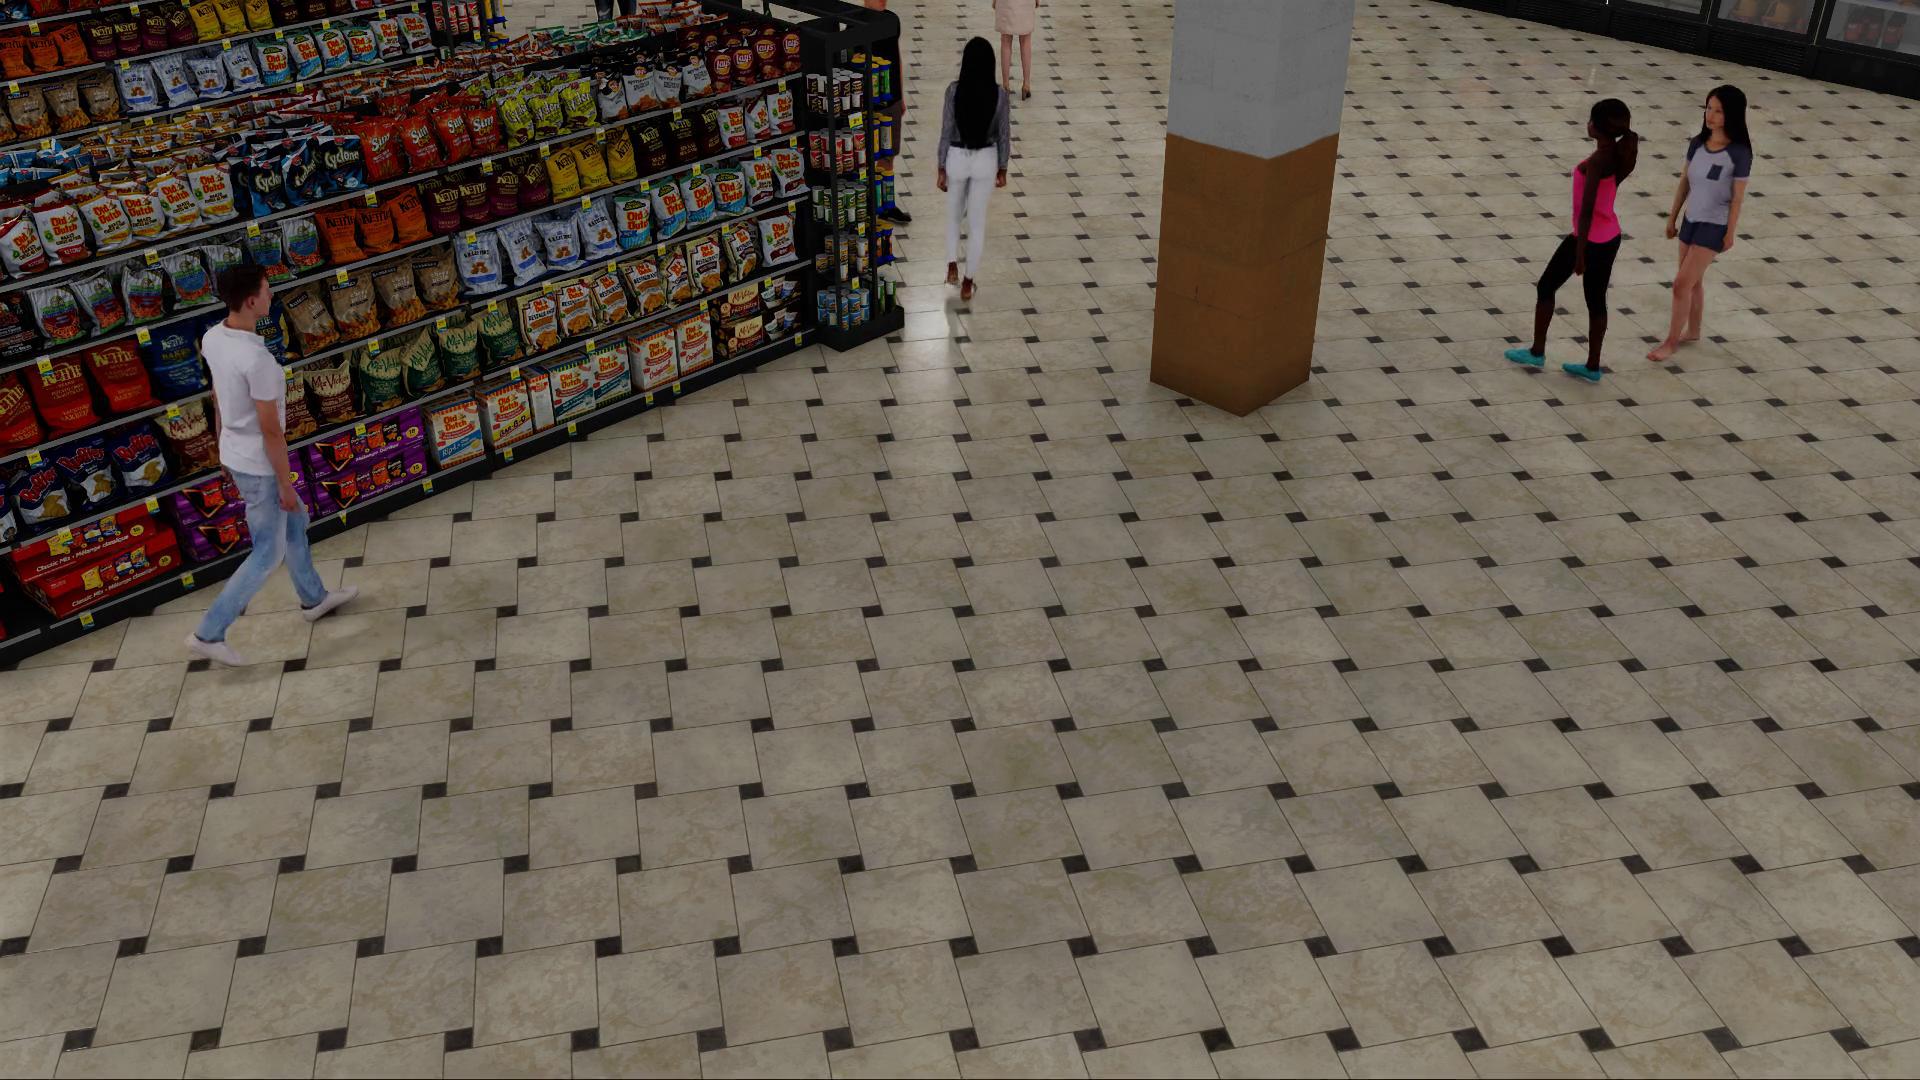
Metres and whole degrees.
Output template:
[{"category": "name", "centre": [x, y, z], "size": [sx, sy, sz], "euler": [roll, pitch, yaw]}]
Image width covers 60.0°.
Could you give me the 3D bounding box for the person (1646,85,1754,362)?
[{"category": "person", "centre": [4.597, -1.915, 10.106], "size": [0.893, 1.682, 0.770], "euler": [-13, 34, -19]}]

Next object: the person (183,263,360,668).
[{"category": "person", "centre": [-3.200, -0.290, 7.368], "size": [1.083, 1.815, 0.679], "euler": [-27, 41, -37]}]

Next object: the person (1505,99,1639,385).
[{"category": "person", "centre": [3.784, -1.710, 9.755], "size": [0.743, 1.704, 0.684], "euler": [-22, 38, -31]}]

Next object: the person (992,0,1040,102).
[{"category": "person", "centre": [0.495, -4.743, 14.600], "size": [0.680, 1.736, 0.744], "euler": [-1, 32, -1]}]

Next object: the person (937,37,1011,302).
[{"category": "person", "centre": [0.074, -2.354, 10.791], "size": [0.752, 1.704, 0.801], "euler": [1, 32, 2]}]

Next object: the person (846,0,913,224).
[{"category": "person", "centre": [-0.602, -3.155, 11.930], "size": [0.712, 1.860, 0.526], "euler": [25, 39, 34]}]

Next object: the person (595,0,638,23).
[{"category": "person", "centre": [-3.122, -5.067, 14.962], "size": [0.649, 1.903, 0.833], "euler": [-13, 34, -21]}]
